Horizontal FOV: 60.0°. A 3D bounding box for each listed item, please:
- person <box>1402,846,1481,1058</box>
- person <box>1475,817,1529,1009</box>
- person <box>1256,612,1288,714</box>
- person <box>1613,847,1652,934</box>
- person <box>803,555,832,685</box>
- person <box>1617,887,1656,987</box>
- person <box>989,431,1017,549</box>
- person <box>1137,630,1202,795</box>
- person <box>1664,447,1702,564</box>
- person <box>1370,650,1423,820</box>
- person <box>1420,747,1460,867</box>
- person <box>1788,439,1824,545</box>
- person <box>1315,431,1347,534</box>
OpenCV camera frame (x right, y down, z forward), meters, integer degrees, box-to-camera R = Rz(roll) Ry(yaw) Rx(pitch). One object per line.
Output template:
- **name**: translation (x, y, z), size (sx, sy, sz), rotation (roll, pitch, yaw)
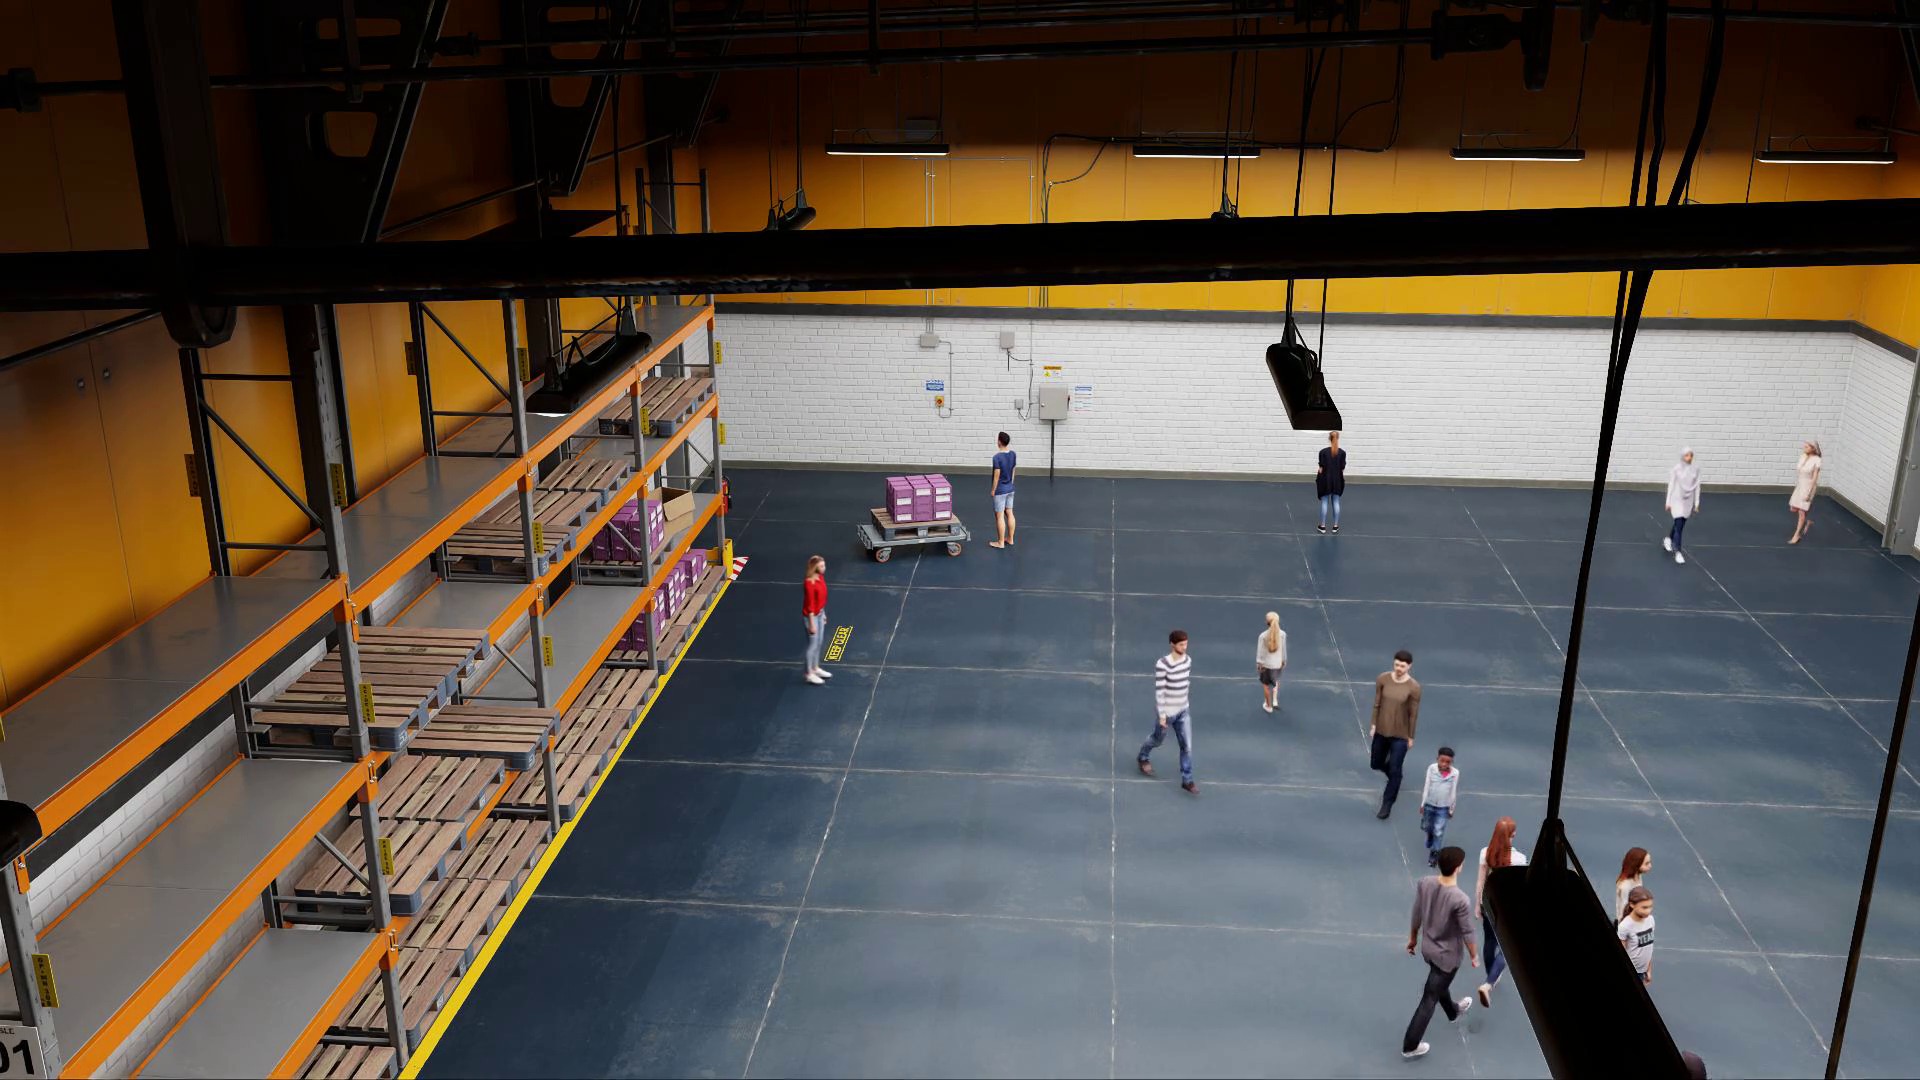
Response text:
- **person**: translation (3.886, 3.413, 13.649), size (1.178, 1.798, 1.220), rotation (-11, 21, -28)
- **person**: translation (4.629, 3.224, 14.325), size (0.866, 1.725, 1.043), rotation (12, 22, 32)
- **person**: translation (3.799, 1.501, 20.158), size (0.589, 1.267, 0.628), rotation (-4, 19, -11)
- **person**: translation (5.707, 3.330, 14.413), size (0.911, 1.468, 0.926), rotation (14, 23, 36)
- **person**: translation (-1.840, 0.984, 21.016), size (0.726, 1.700, 0.546), rotation (6, 19, 16)
- **person**: translation (5.500, 3.529, 13.675), size (0.616, 1.562, 0.652), rotation (-9, 20, -24)
- **person**: translation (0.690, -0.797, 26.070), size (0.696, 1.850, 0.769), rotation (-17, 25, -41)
- **person**: translation (2.260, 1.846, 18.286), size (1.102, 1.808, 1.285), rotation (-10, 21, -28)
- **person**: translation (11.075, -0.573, 25.571), size (0.661, 1.743, 1.113), rotation (1, 19, 2)
- **person**: translation (4.630, 2.016, 17.681), size (0.919, 1.873, 1.030), rotation (14, 23, 36)
- **person**: translation (4.845, 2.639, 16.805), size (0.620, 1.252, 0.744), rotation (10, 21, 27)
- **person**: translation (13.364, -0.759, 26.156), size (0.828, 1.723, 0.810), rotation (-6, 20, -18)
- **person**: translation (5.975, -0.948, 26.779), size (0.624, 1.683, 0.551), rotation (1, 19, 3)
